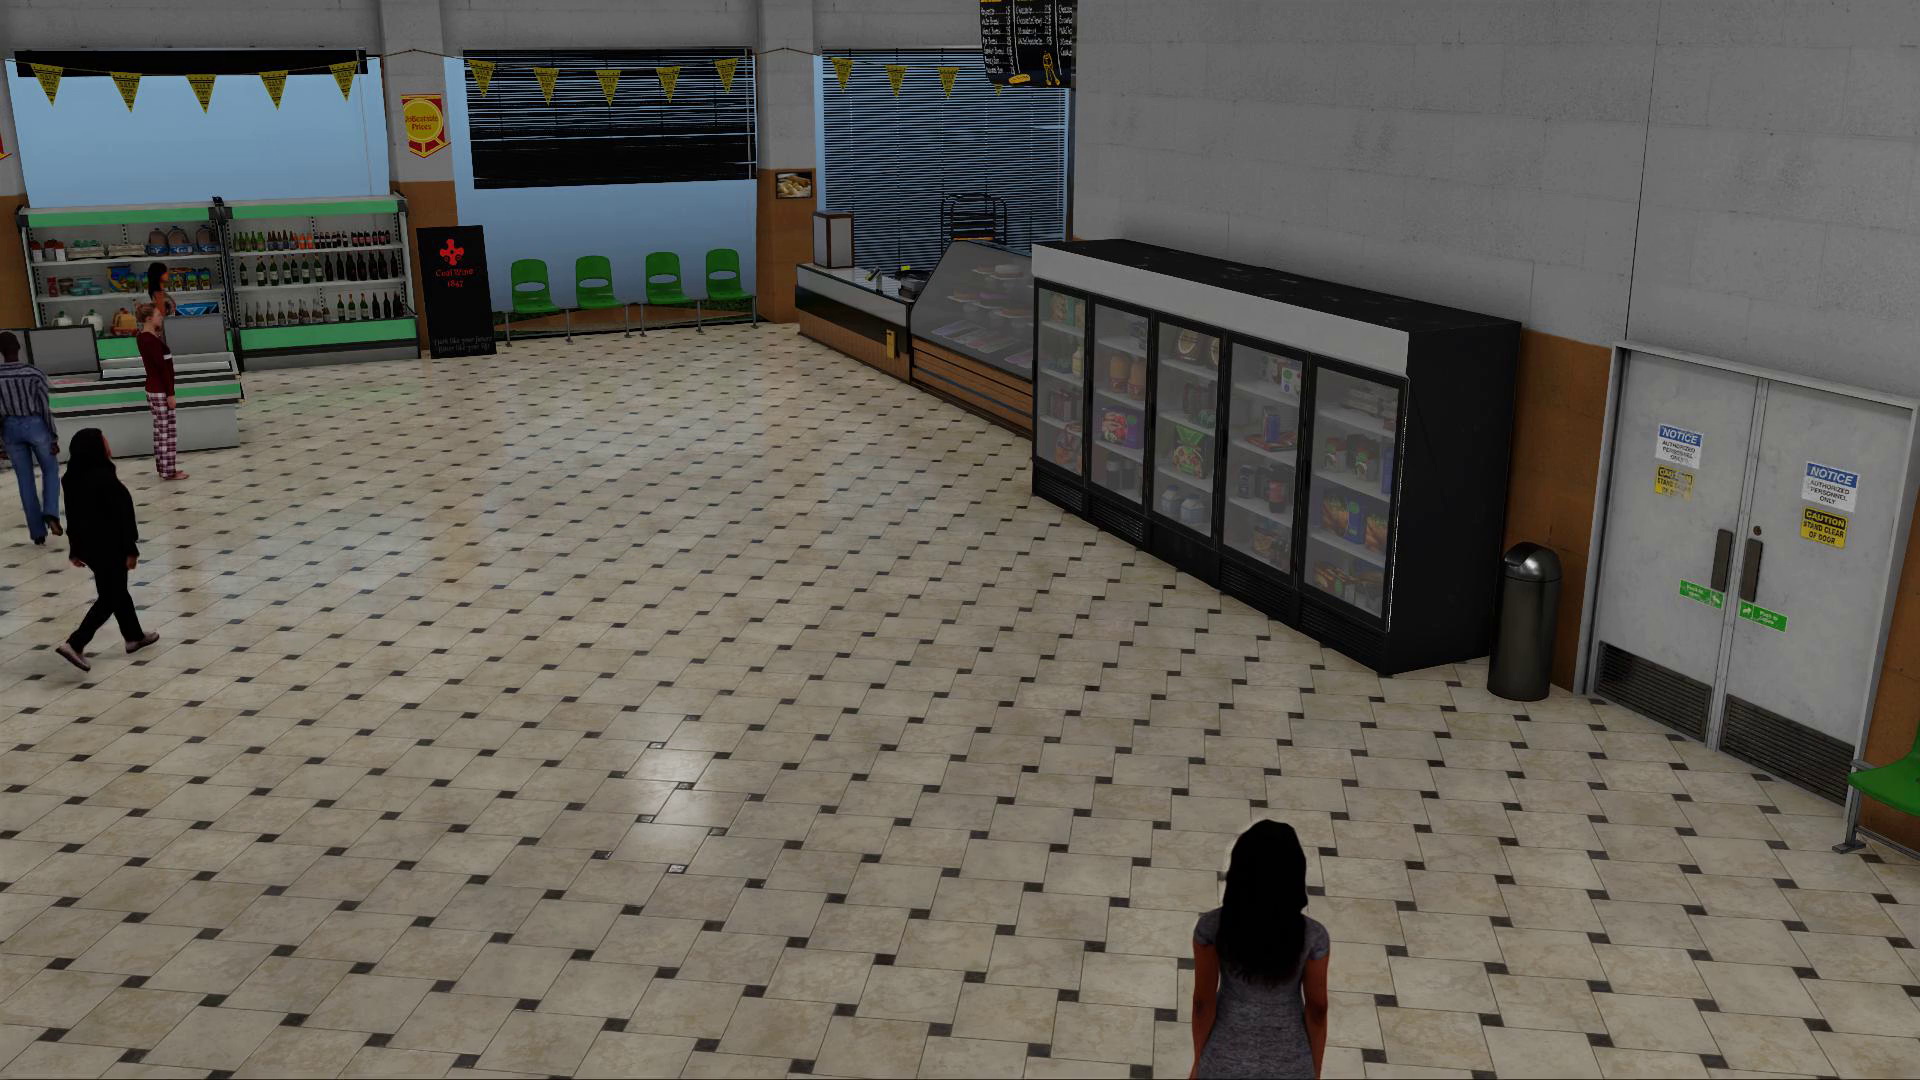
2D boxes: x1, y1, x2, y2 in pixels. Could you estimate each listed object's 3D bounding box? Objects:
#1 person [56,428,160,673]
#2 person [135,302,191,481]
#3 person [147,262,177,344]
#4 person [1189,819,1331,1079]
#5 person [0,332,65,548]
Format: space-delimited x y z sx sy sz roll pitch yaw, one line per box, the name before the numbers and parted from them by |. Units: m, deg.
person | -5.735 0.091 10.986 1.057 1.588 1.142 8 18 23
person | -7.592 -1.421 15.776 0.586 1.698 0.661 -13 21 -37
person | -9.055 -2.302 18.791 0.896 1.631 0.658 -9 19 -28
person | 0.947 1.714 5.309 0.627 1.781 0.723 3 17 9
person | -7.597 -0.788 13.548 0.597 1.782 0.700 -7 18 -23
